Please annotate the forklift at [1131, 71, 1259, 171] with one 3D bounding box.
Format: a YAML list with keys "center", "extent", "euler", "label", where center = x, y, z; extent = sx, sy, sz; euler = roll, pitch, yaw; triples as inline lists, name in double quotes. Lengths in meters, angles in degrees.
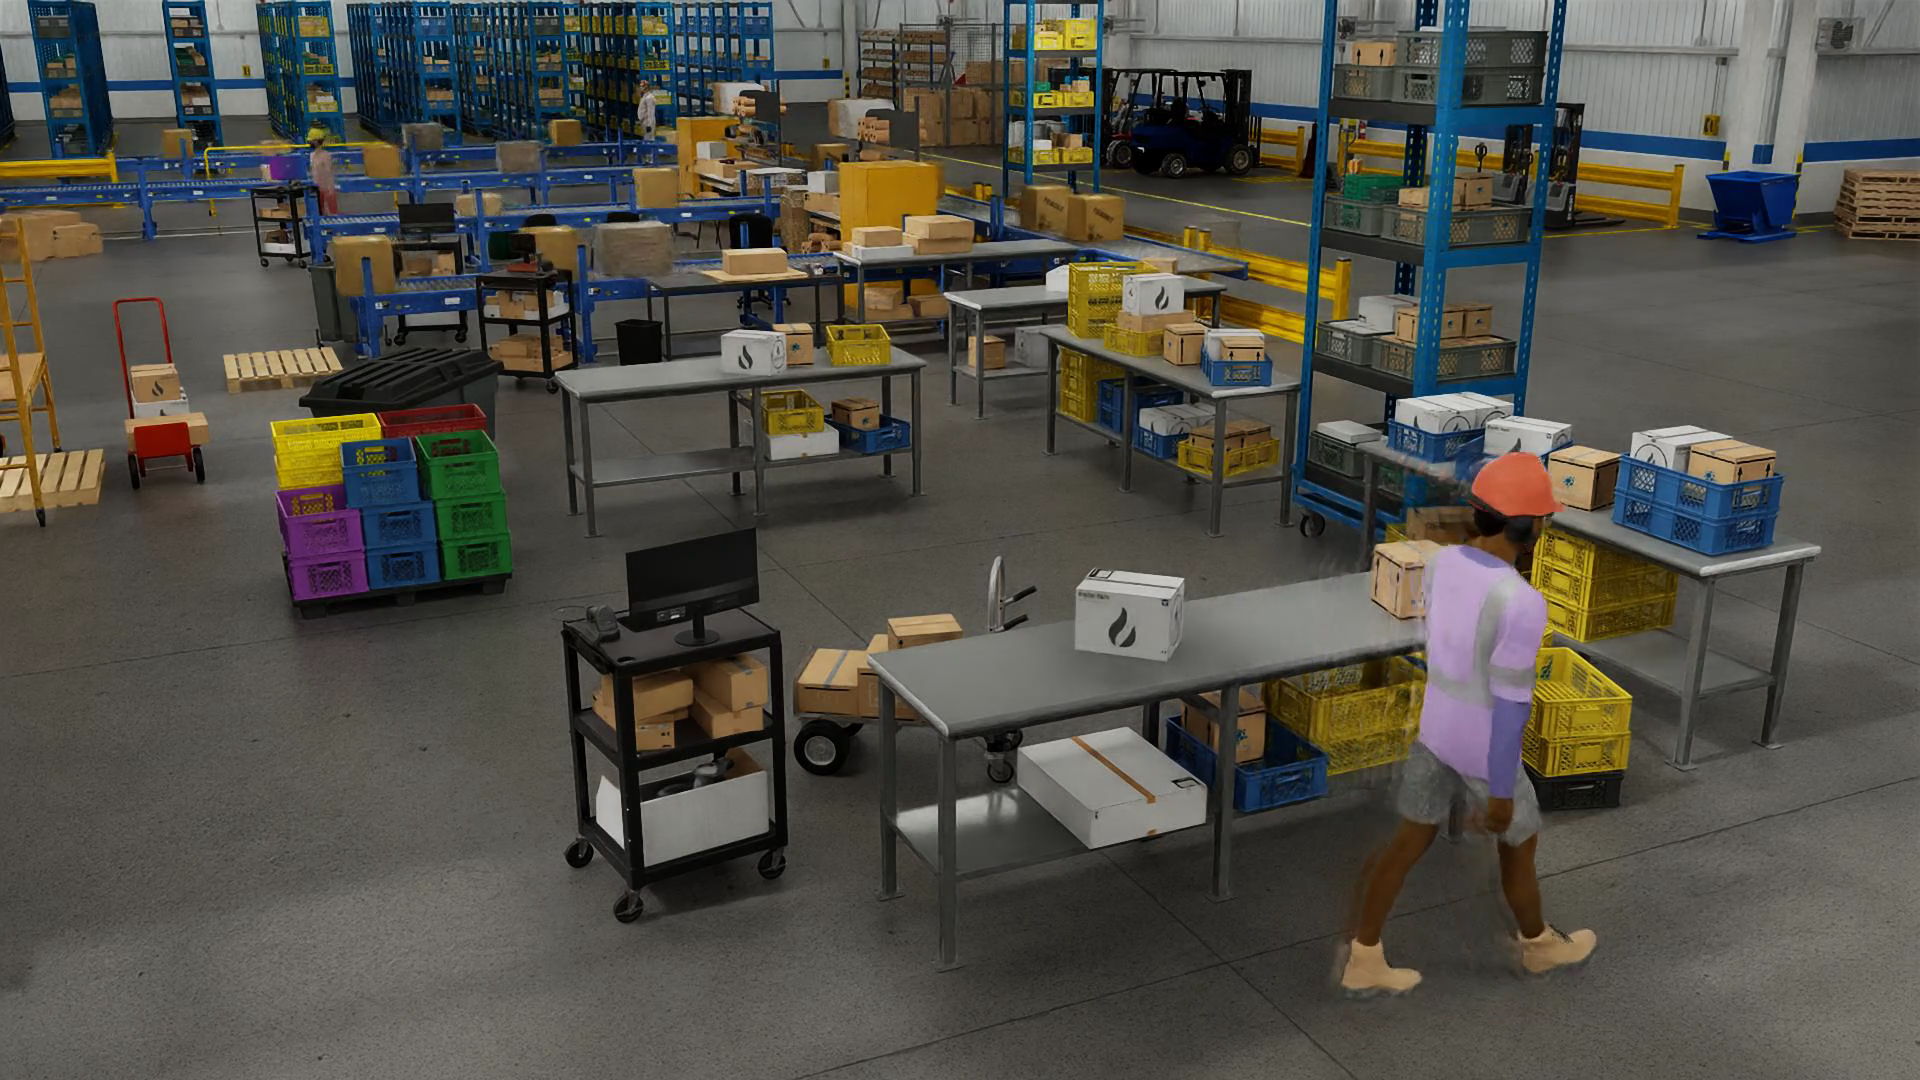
- center: [4.998, -8.936, 35.413]
  extent: [2.680, 1.987, 1.157]
  euler: [-9, 20, -25]
  label: "forklift"

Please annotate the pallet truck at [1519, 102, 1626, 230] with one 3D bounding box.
- center: [9.972, -6.037, 26.785]
  extent: [1.885, 1.965, 0.823]
  euler: [-9, 20, -25]
  label: "pallet truck"

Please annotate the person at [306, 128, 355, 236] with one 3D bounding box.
- center: [-9.348, -5.200, 24.571]
  extent: [0.530, 1.736, 0.801]
  euler: [13, 21, 34]
  label: "person"

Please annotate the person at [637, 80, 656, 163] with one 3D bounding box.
- center: [-7.031, -9.343, 37.350]
  extent: [0.407, 1.908, 0.641]
  euler: [-6, 19, -18]
  label: "person"

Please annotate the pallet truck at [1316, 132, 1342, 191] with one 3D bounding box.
- center: [7.723, -7.504, 32.656]
  extent: [1.601, 1.201, 0.680]
  euler: [-8, 19, -23]
  label: "pallet truck"

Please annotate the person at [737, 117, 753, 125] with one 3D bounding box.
- center: [-4.861, -9.625, 38.385]
  extent: [0.618, 1.809, 0.616]
  euler: [-2, 18, -5]
  label: "person"

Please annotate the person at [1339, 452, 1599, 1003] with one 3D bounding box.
- center: [1.798, 0.660, 5.709]
  extent: [1.036, 1.987, 0.626]
  euler: [-6, 19, -18]
  label: "person"

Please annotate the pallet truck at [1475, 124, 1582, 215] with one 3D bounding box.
- center: [9.707, -6.455, 28.103]
  extent: [1.885, 1.965, 0.823]
  euler: [-7, 19, -20]
  label: "pallet truck"

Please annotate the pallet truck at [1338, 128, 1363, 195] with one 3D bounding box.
- center: [7.845, -7.140, 31.411]
  extent: [1.522, 1.261, 0.704]
  euler: [-9, 20, -25]
  label: "pallet truck"

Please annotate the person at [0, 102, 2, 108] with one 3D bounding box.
- center: [-27.999, -12.817, 48.390]
  extent: [0.389, 1.846, 0.566]
  euler: [0, 18, 0]
  label: "person"

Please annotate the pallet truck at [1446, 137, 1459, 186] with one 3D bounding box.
- center: [9.184, -6.485, 29.328]
  extent: [1.630, 1.274, 0.653]
  euler: [-8, 19, -23]
  label: "pallet truck"

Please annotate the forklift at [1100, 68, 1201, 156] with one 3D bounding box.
- center: [4.082, -9.564, 37.410]
  extent: [2.680, 1.987, 1.157]
  euler: [-8, 19, -23]
  label: "forklift"
